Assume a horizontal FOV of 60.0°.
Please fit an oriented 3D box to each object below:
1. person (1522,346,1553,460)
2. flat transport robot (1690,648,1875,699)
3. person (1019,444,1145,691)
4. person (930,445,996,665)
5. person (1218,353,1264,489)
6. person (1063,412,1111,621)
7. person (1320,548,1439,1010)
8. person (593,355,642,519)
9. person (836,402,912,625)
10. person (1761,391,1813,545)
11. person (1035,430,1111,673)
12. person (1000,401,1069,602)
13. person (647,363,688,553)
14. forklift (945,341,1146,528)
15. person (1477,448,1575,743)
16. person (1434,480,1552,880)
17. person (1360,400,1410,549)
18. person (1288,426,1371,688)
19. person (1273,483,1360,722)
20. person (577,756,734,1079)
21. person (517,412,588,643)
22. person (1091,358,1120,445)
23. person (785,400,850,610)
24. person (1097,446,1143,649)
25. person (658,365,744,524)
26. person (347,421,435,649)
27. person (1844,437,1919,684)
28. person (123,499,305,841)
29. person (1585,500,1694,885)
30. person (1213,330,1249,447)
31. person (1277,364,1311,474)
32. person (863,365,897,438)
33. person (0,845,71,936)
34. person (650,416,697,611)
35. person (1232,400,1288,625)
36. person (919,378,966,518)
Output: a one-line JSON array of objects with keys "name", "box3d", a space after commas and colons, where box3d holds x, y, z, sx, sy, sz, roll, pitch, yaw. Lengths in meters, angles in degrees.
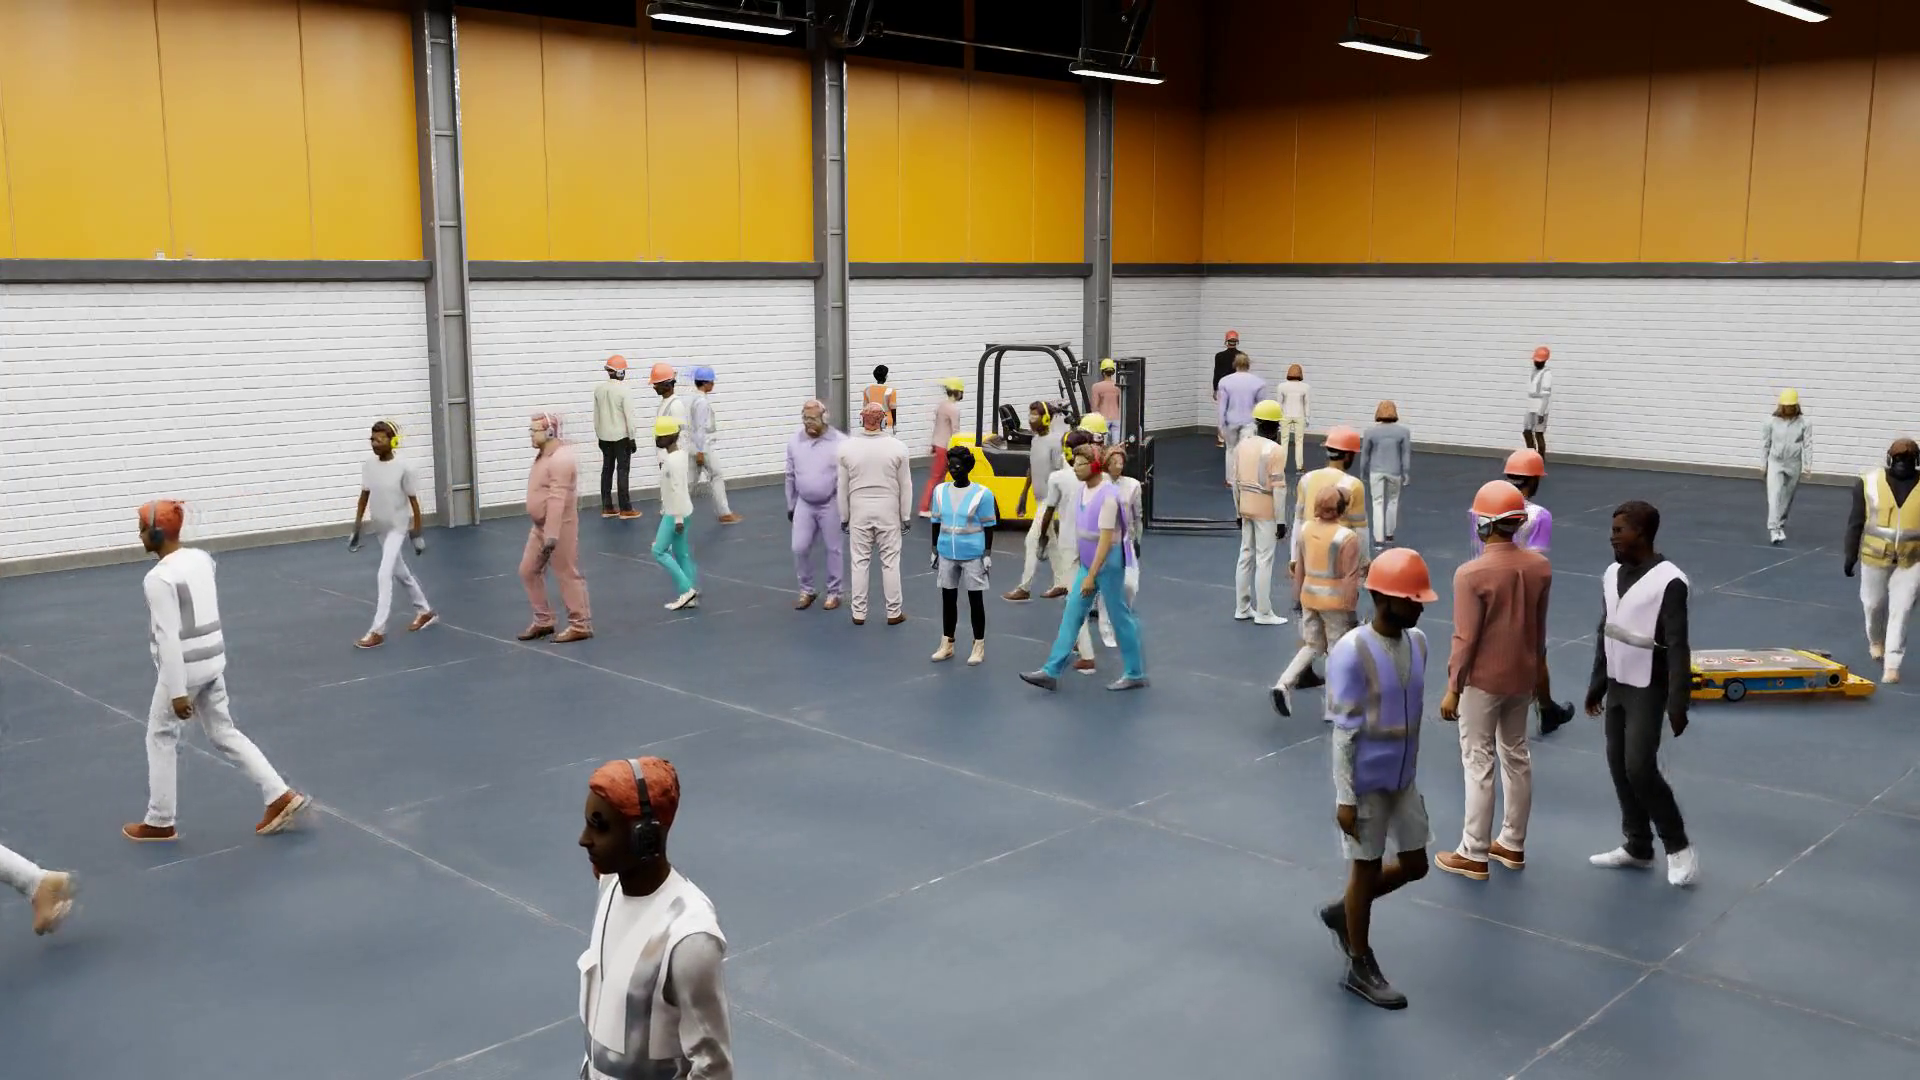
[{"name": "person", "box3d": [8.623, -1.951, 24.836, 0.432, 1.898, 0.597, -2, 9, -11]}, {"name": "flat transport robot", "box3d": [5.719, 0.954, 11.987, 1.431, 0.197, 0.652, -1, 9, -6]}, {"name": "person", "box3d": [0.910, 0.218, 11.837, 0.972, 1.794, 0.573, -4, 10, -23]}, {"name": "person", "box3d": [0.011, 0.116, 12.762, 0.540, 1.695, 0.317, 4, 10, 25]}, {"name": "person", "box3d": [3.824, -1.587, 22.597, 0.637, 1.913, 0.902, 0, 9, 2]}, {"name": "person", "box3d": [1.101, -0.185, 14.262, 0.469, 1.809, 0.604, -5, 11, -30]}, {"name": "person", "box3d": [1.716, 0.968, 6.878, 0.550, 1.919, 0.497, -6, 11, -34]}, {"name": "person", "box3d": [-4.178, -1.259, 20.280, 0.618, 1.993, 0.396, 6, 11, 32]}, {"name": "person", "box3d": [-0.722, -0.217, 14.167, 0.643, 1.909, 0.410, 0, 9, 3]}, {"name": "person", "box3d": [9.141, -0.802, 18.406, 0.495, 1.693, 0.915, 2, 10, 15]}, {"name": "person", "box3d": [0.887, 0.061, 12.751, 0.494, 1.813, 0.944, -3, 10, -20]}, {"name": "person", "box3d": [0.661, -0.344, 15.165, 0.857, 1.838, 0.525, -3, 10, -20]}, {"name": "person", "box3d": [-3.127, -0.872, 17.796, 0.392, 2.033, 0.605, -4, 10, -22]}, {"name": "forklift", "box3d": [0.977, -1.223, 19.452, 2.313, 2.155, 1.214, 2, 9, 11]}, {"name": "person", "box3d": [3.622, 0.356, 10.697, 0.959, 1.888, 0.567, -7, 11, -36]}, {"name": "person", "box3d": [2.657, 0.695, 8.301, 0.608, 1.995, 0.377, -5, 11, -29]}, {"name": "person", "box3d": [4.652, -0.730, 18.239, 0.523, 1.601, 0.766, 2, 9, 10]}, {"name": "person", "box3d": [2.762, 0.116, 12.144, 0.900, 1.892, 0.550, -6, 11, -33]}, {"name": "person", "box3d": [2.393, 0.435, 11.033, 0.560, 1.622, 0.520, -7, 11, -36]}, {"name": "person", "box3d": [-0.745, 1.440, 4.076, 0.346, 1.882, 0.578, -6, 11, -32]}, {"name": "person", "box3d": [-3.357, -0.087, 13.437, 0.675, 1.883, 0.665, -6, 11, -32]}, {"name": "person", "box3d": [2.091, -1.687, 23.605, 0.523, 1.769, 0.315, -3, 10, -18]}, {"name": "person", "box3d": [-1.259, -0.298, 14.741, 0.682, 1.885, 0.559, 2, 10, 14]}, {"name": "person", "box3d": [1.225, 0.059, 13.319, 0.529, 1.622, 0.370, -2, 9, -11]}, {"name": "person", "box3d": [-3.108, -1.112, 19.664, 0.962, 1.911, 0.619, -3, 10, -19]}, {"name": "person", "box3d": [-4.664, -0.083, 13.642, 0.521, 1.823, 0.995, 4, 10, 25]}, {"name": "person", "box3d": [6.988, 0.116, 12.461, 0.638, 1.811, 0.862, 5, 11, 29]}, {"name": "person", "box3d": [-3.986, 0.694, 8.776, 0.882, 1.858, 0.592, 1, 9, 6]}, {"name": "person", "box3d": [3.439, 0.754, 8.333, 0.428, 1.880, 0.707, -2, 9, -10]}, {"name": "person", "box3d": [4.609, -2.570, 28.343, 0.617, 1.989, 0.400, -1, 9, -9]}, {"name": "person", "box3d": [4.943, -1.790, 24.667, 0.497, 1.627, 0.270, 2, 9, 11]}, {"name": "person", "box3d": [-1.124, -1.620, 23.442, 0.532, 1.691, 0.322, 4, 10, 23]}, {"name": "person", "box3d": [-4.354, 0.974, 7.147, 0.773, 1.823, 0.623, -5, 10, -26]}, {"name": "person", "box3d": [-2.545, -0.230, 14.734, 0.397, 1.750, 0.534, -1, 9, -3]}, {"name": "person", "box3d": [2.587, -0.238, 14.233, 0.384, 1.924, 0.593, -5, 11, -30]}, {"name": "person", "box3d": [-0.108, -1.128, 20.375, 0.929, 1.704, 0.533, -4, 10, -23]}]
